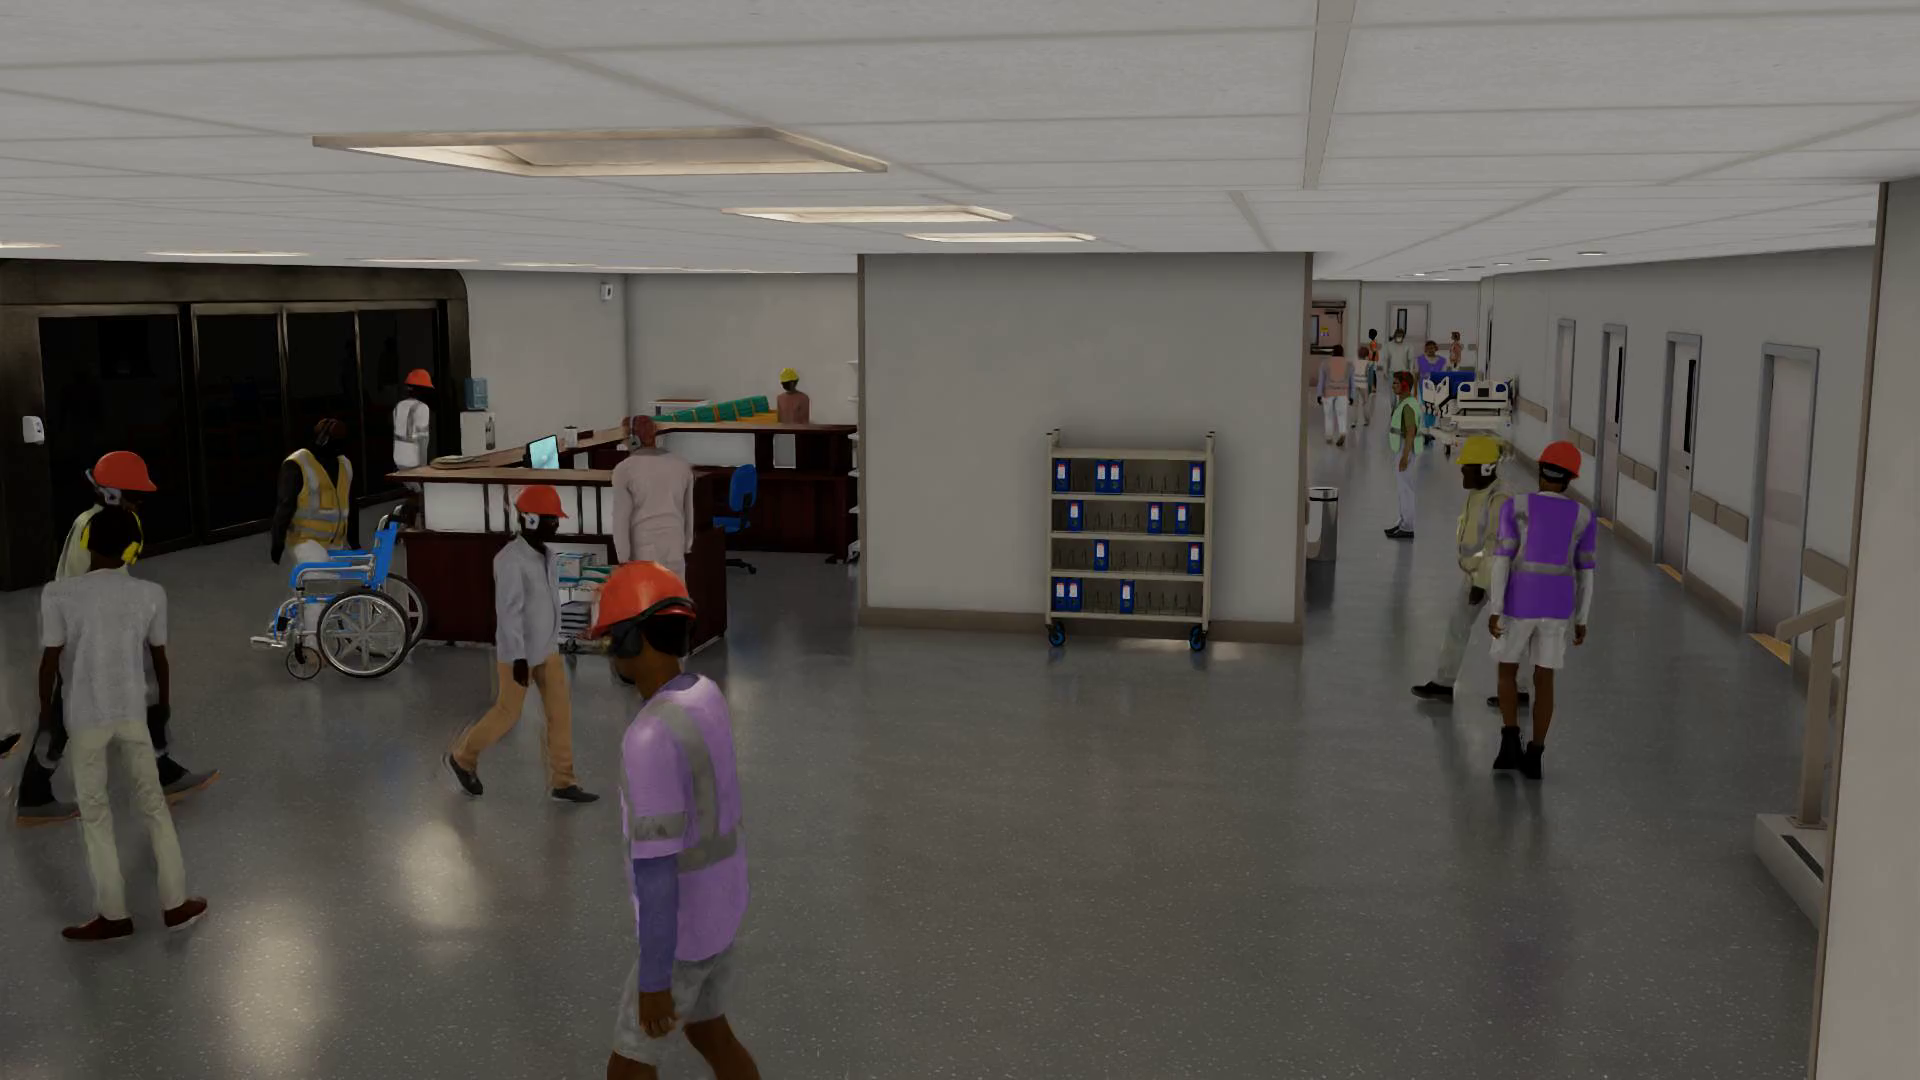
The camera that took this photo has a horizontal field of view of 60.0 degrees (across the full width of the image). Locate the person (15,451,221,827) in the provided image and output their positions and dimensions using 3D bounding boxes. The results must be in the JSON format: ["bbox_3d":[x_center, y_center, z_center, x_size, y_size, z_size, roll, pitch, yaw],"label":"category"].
[{"bbox_3d":[-4.398,0.498,8.580,1.031,1.911,0.620,-5,10,-28],"label":"person"}]

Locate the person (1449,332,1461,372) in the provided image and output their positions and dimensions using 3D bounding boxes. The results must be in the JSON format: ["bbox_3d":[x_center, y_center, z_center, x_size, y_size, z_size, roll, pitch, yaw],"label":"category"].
[{"bbox_3d":[12.990,-4.645,43.633,0.308,1.639,0.524,2,9,11],"label":"person"}]

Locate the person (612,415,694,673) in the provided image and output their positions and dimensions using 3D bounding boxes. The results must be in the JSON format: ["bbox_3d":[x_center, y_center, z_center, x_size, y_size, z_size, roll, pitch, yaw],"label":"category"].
[{"bbox_3d":[-2.125,0.077,11.486,0.682,1.881,0.557,-6,11,-36],"label":"person"}]

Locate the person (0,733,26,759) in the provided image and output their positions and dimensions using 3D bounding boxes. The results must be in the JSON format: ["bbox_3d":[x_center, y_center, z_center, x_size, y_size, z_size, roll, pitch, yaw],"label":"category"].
[{"bbox_3d":[-5.565,0.450,8.887,0.988,1.914,0.620,-7,11,-40],"label":"person"}]

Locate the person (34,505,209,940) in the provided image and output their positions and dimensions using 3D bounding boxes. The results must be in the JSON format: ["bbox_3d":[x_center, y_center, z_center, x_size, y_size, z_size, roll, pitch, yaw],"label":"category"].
[{"bbox_3d":[-3.553,0.781,7.012,0.403,1.839,0.648,8,11,41],"label":"person"}]

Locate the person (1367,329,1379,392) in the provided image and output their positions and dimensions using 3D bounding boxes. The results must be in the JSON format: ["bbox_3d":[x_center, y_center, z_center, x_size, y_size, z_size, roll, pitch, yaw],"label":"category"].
[{"bbox_3d":[10.983,-4.773,44.288,0.316,1.696,0.541,2,9,11],"label":"person"}]

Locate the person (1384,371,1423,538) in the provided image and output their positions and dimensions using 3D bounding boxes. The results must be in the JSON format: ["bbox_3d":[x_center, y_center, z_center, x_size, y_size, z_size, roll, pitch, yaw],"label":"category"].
[{"bbox_3d":[4.928,-0.945,18.398,0.374,1.843,0.573,2,9,11],"label":"person"}]

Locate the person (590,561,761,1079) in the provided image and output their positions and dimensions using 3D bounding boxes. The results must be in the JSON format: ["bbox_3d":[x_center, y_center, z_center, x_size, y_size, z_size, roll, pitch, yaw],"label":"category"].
[{"bbox_3d":[-0.774,1.057,4.615,0.521,1.992,0.676,0,9,2],"label":"person"}]

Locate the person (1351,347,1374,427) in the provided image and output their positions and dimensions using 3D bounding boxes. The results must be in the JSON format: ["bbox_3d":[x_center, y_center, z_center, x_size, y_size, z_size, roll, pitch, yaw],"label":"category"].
[{"bbox_3d":[8.015,-3.057,33.235,0.523,1.588,0.860,4,10,27],"label":"person"}]

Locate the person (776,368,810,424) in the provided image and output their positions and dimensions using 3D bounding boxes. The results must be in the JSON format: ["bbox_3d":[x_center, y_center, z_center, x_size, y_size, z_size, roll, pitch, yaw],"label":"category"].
[{"bbox_3d":[-2.171,-1.314,21.243,0.528,1.734,0.785,4,9,24],"label":"person"}]

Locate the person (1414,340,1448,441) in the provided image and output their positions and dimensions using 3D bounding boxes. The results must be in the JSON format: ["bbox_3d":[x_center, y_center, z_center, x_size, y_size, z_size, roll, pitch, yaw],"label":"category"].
[{"bbox_3d":[8.584,-2.714,30.227,0.626,1.809,0.636,0,9,1],"label":"person"}]

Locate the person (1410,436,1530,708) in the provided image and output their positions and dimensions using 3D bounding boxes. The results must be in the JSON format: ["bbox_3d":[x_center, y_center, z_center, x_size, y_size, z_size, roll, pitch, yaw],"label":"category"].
[{"bbox_3d":[3.365,0.221,10.847,0.843,1.786,0.600,-1,9,-7],"label":"person"}]

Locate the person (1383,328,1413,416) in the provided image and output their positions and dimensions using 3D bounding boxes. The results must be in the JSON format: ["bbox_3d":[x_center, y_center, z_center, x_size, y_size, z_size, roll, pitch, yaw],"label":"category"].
[{"bbox_3d":[9.446,-3.617,35.921,0.632,1.917,0.483,3,9,18],"label":"person"}]

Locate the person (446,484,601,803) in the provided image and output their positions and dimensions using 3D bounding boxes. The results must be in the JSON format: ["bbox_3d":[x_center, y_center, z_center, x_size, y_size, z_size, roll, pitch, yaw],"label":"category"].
[{"bbox_3d":[-2.357,0.554,8.870,0.811,1.721,0.563,3,9,17],"label":"person"}]

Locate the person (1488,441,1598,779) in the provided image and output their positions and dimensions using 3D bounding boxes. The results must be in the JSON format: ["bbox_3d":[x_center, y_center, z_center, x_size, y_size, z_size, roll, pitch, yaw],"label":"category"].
[{"bbox_3d":[3.278,0.391,9.403,0.591,1.884,0.595,1,9,8],"label":"person"}]

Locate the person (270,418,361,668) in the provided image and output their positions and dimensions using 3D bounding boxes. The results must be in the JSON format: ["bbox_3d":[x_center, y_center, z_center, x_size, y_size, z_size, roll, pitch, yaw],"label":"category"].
[{"bbox_3d":[-4.638,0.021,12.127,0.630,1.805,0.700,4,9,23],"label":"person"}]

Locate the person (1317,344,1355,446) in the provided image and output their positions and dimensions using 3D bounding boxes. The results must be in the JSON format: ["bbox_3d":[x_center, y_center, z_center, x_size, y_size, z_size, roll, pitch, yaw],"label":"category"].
[{"bbox_3d":[6.633,-2.556,29.305,0.659,1.793,0.896,1,9,8],"label":"person"}]

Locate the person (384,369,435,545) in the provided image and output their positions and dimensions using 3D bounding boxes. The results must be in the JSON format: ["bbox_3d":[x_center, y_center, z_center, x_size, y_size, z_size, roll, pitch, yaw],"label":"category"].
[{"bbox_3d":[-5.836,-0.852,17.583,0.665,1.907,0.570,-8,12,-44],"label":"person"}]
